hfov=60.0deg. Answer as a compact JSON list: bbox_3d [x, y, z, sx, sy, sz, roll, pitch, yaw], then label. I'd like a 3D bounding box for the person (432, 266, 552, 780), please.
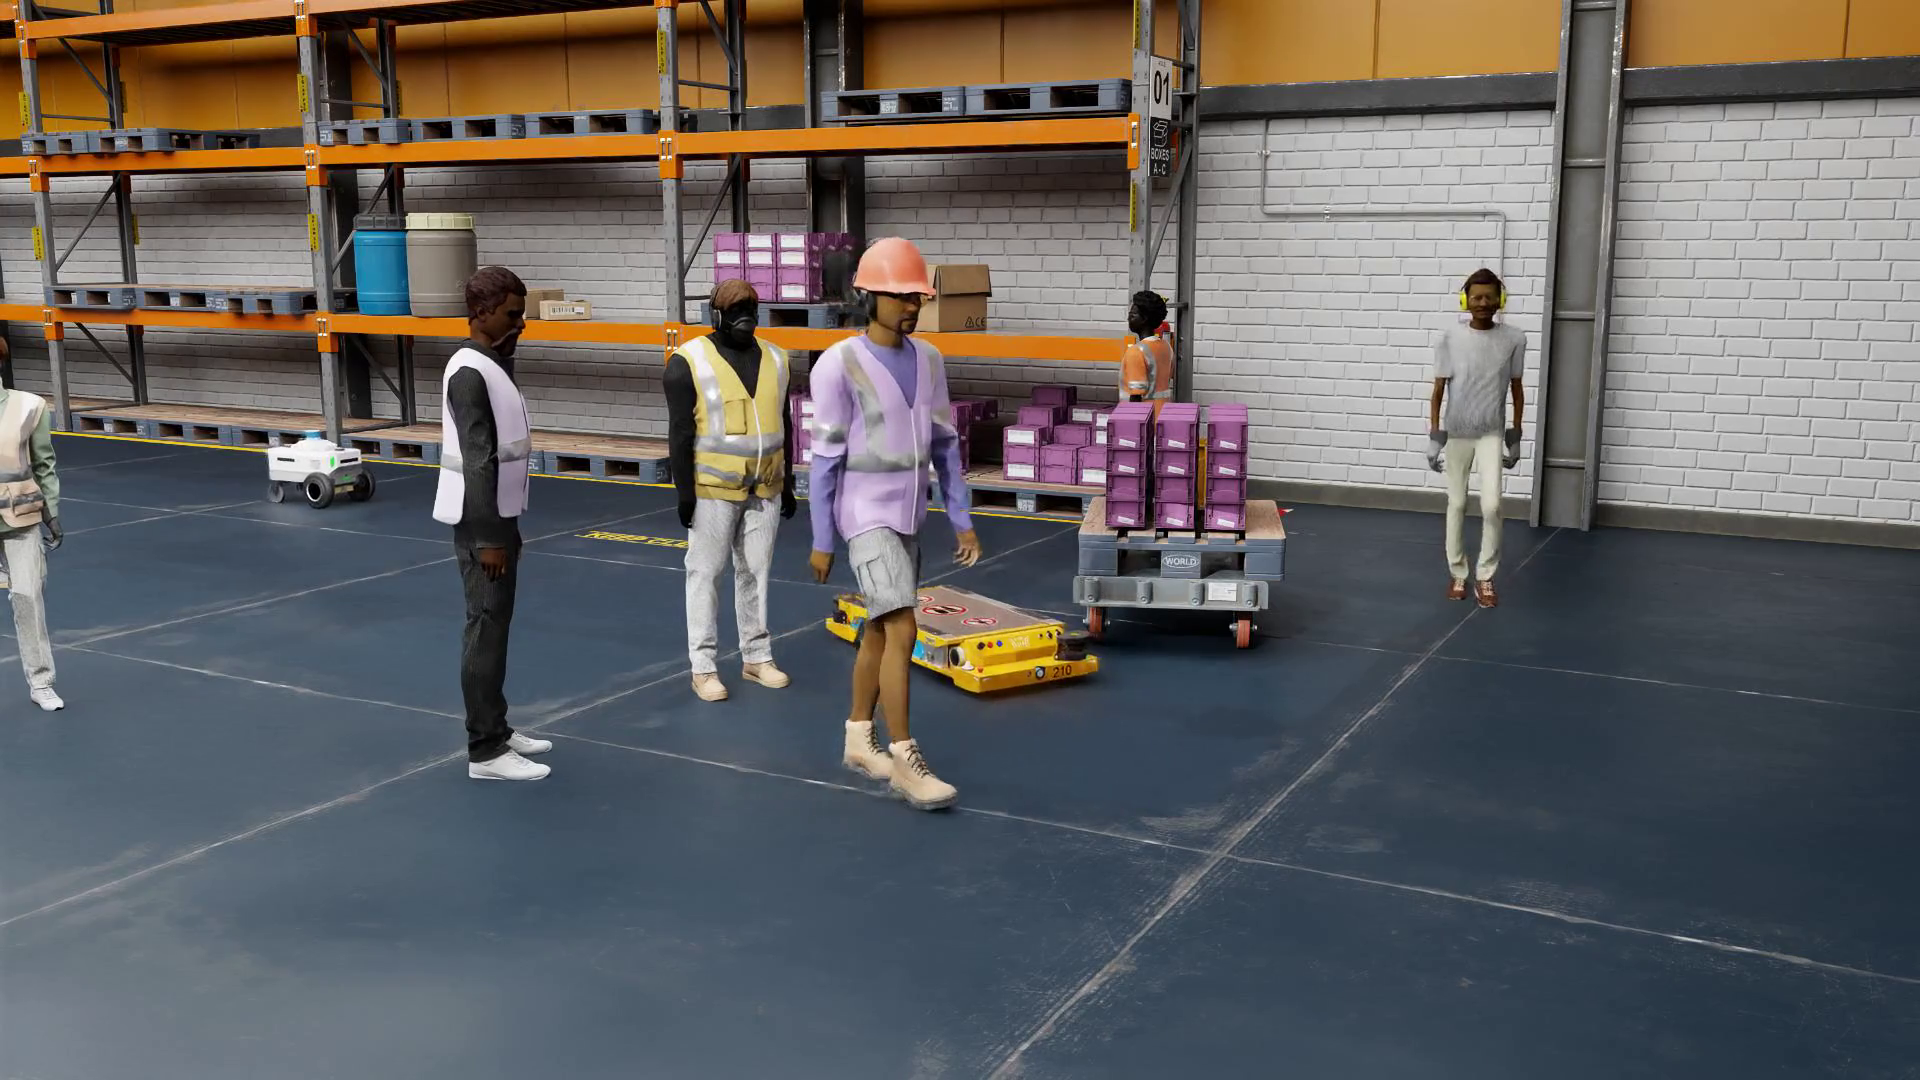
[{"bbox_3d":[-1.769,-0.061,6.259,0.391,1.913,0.587,-2,11,-10],"label":"person"}]

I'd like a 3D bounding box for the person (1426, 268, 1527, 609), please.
[{"bbox_3d":[2.823,-0.550,9.128,0.507,1.850,0.656,3,11,14],"label":"person"}]

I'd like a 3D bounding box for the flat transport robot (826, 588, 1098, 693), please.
[{"bbox_3d":[-0.025,0.443,8.000,0.652,0.197,1.431,-7,12,-32],"label":"flat transport robot"}]

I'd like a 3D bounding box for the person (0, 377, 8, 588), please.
[{"bbox_3d":[-5.686,-0.628,9.447,0.355,1.885,0.575,6,12,29],"label":"person"}]

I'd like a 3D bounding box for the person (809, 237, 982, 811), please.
[{"bbox_3d":[-0.170,-0.057,5.971,0.830,2.016,0.611,8,13,37],"label":"person"}]

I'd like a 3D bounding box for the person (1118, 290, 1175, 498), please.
[{"bbox_3d":[1.136,-0.679,10.232,0.318,1.700,0.535,5,12,27],"label":"person"}]

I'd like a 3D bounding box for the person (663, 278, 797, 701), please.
[{"bbox_3d":[-0.986,-0.228,7.367,0.624,1.845,0.430,-8,13,-37],"label":"person"}]

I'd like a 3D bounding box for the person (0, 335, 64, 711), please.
[{"bbox_3d":[-4.067,-0.063,7.003,0.522,1.645,0.306,-8,13,-38],"label":"person"}]

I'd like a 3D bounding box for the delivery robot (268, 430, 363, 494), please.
[{"bbox_3d":[-4.906,-0.594,12.648,0.707,0.478,0.477,5,11,25],"label":"delivery robot"}]
